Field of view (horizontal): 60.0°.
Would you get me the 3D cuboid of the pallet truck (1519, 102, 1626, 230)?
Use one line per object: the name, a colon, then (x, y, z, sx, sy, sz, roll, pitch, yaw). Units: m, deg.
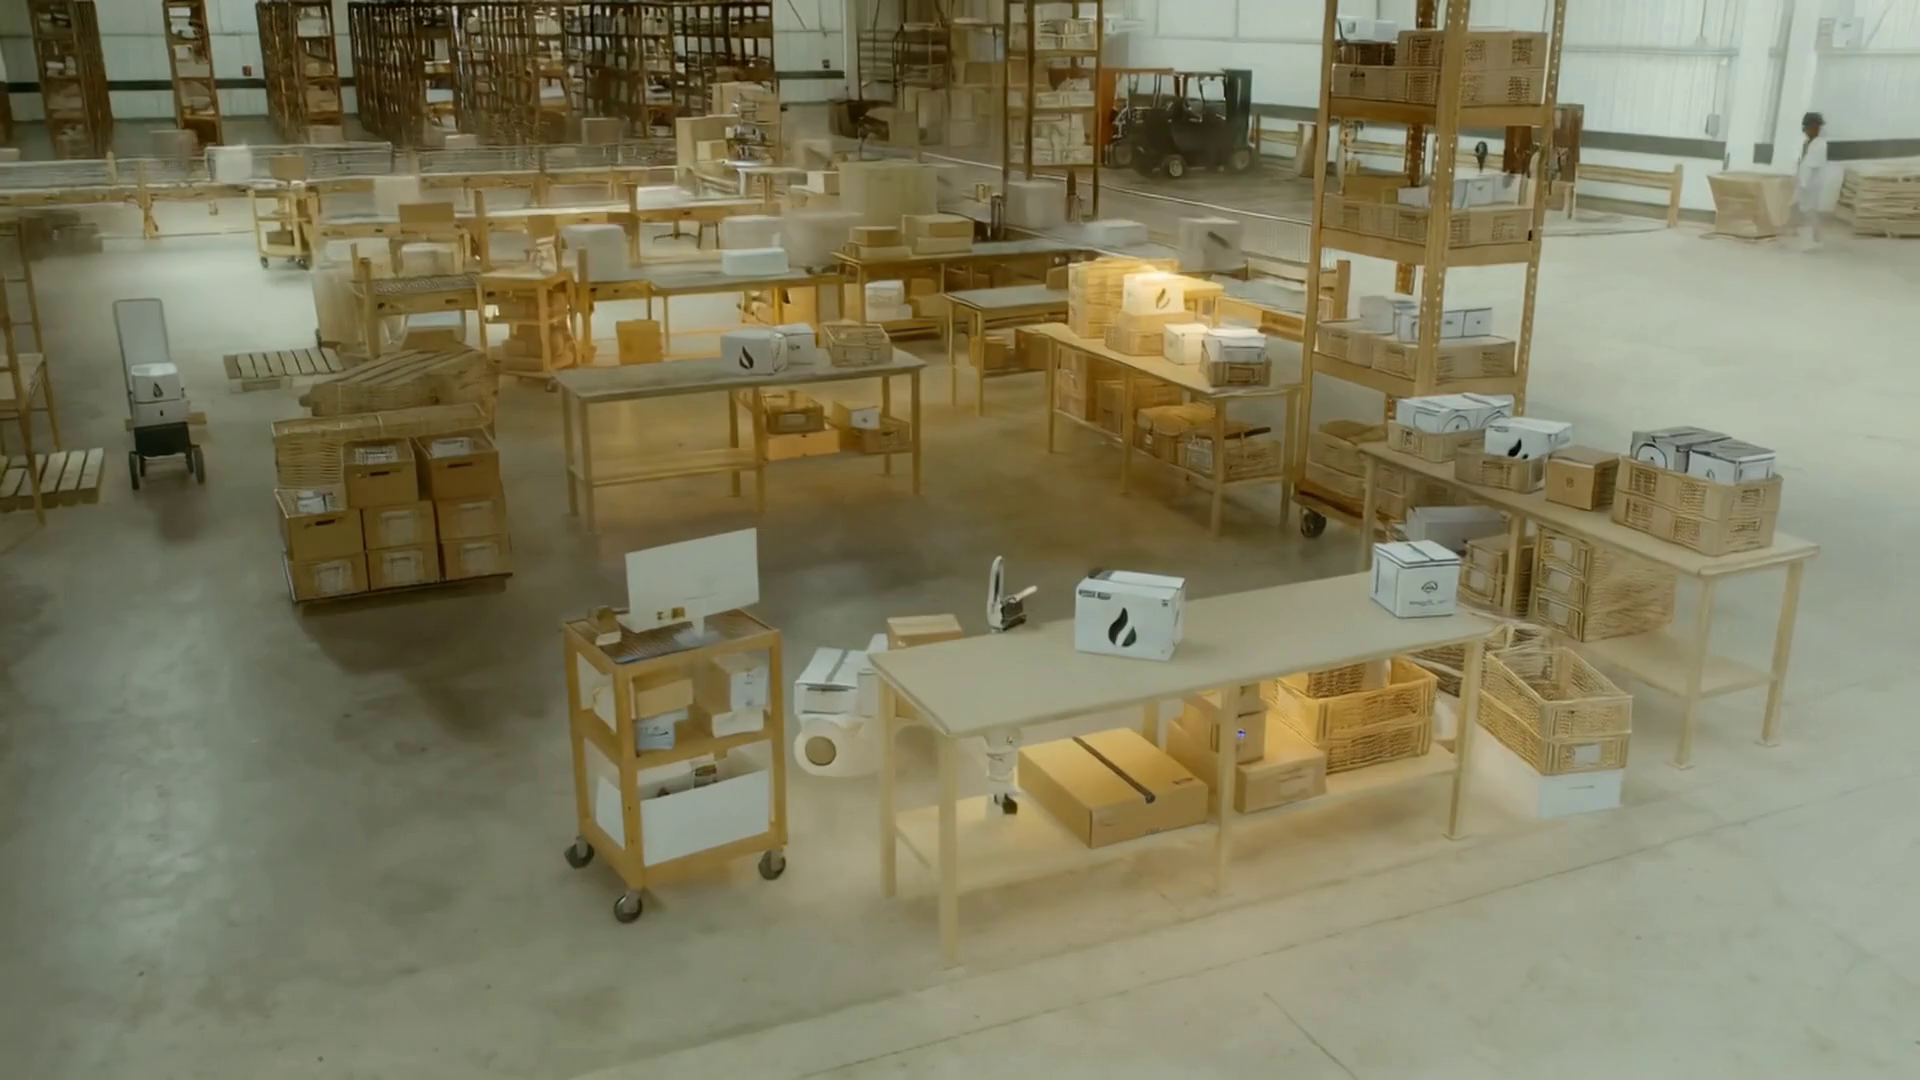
pallet truck: (9.972, -6.037, 26.785, 1.885, 1.965, 0.823, -9, 20, -25)

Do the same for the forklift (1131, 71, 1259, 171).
forklift: (4.998, -8.936, 35.413, 2.680, 1.987, 1.157, -9, 20, -25)

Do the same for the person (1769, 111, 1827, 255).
person: (12.073, -5.093, 23.804, 0.821, 2.009, 0.613, 5, 18, 14)

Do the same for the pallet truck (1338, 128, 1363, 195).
pallet truck: (7.845, -7.140, 31.411, 1.522, 1.261, 0.704, -9, 20, -25)

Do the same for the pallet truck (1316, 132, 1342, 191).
pallet truck: (7.723, -7.504, 32.656, 1.601, 1.201, 0.680, -8, 19, -23)

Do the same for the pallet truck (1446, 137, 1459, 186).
pallet truck: (9.184, -6.485, 29.328, 1.630, 1.274, 0.653, -8, 19, -23)

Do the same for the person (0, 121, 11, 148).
person: (-23.466, -10.165, 40.178, 0.921, 1.759, 0.643, -6, 18, -17)

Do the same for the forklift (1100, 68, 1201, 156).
forklift: (4.082, -9.564, 37.410, 2.680, 1.987, 1.157, -8, 19, -23)

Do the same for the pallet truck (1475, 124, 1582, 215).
pallet truck: (9.707, -6.455, 28.103, 1.885, 1.965, 0.823, -7, 19, -20)
